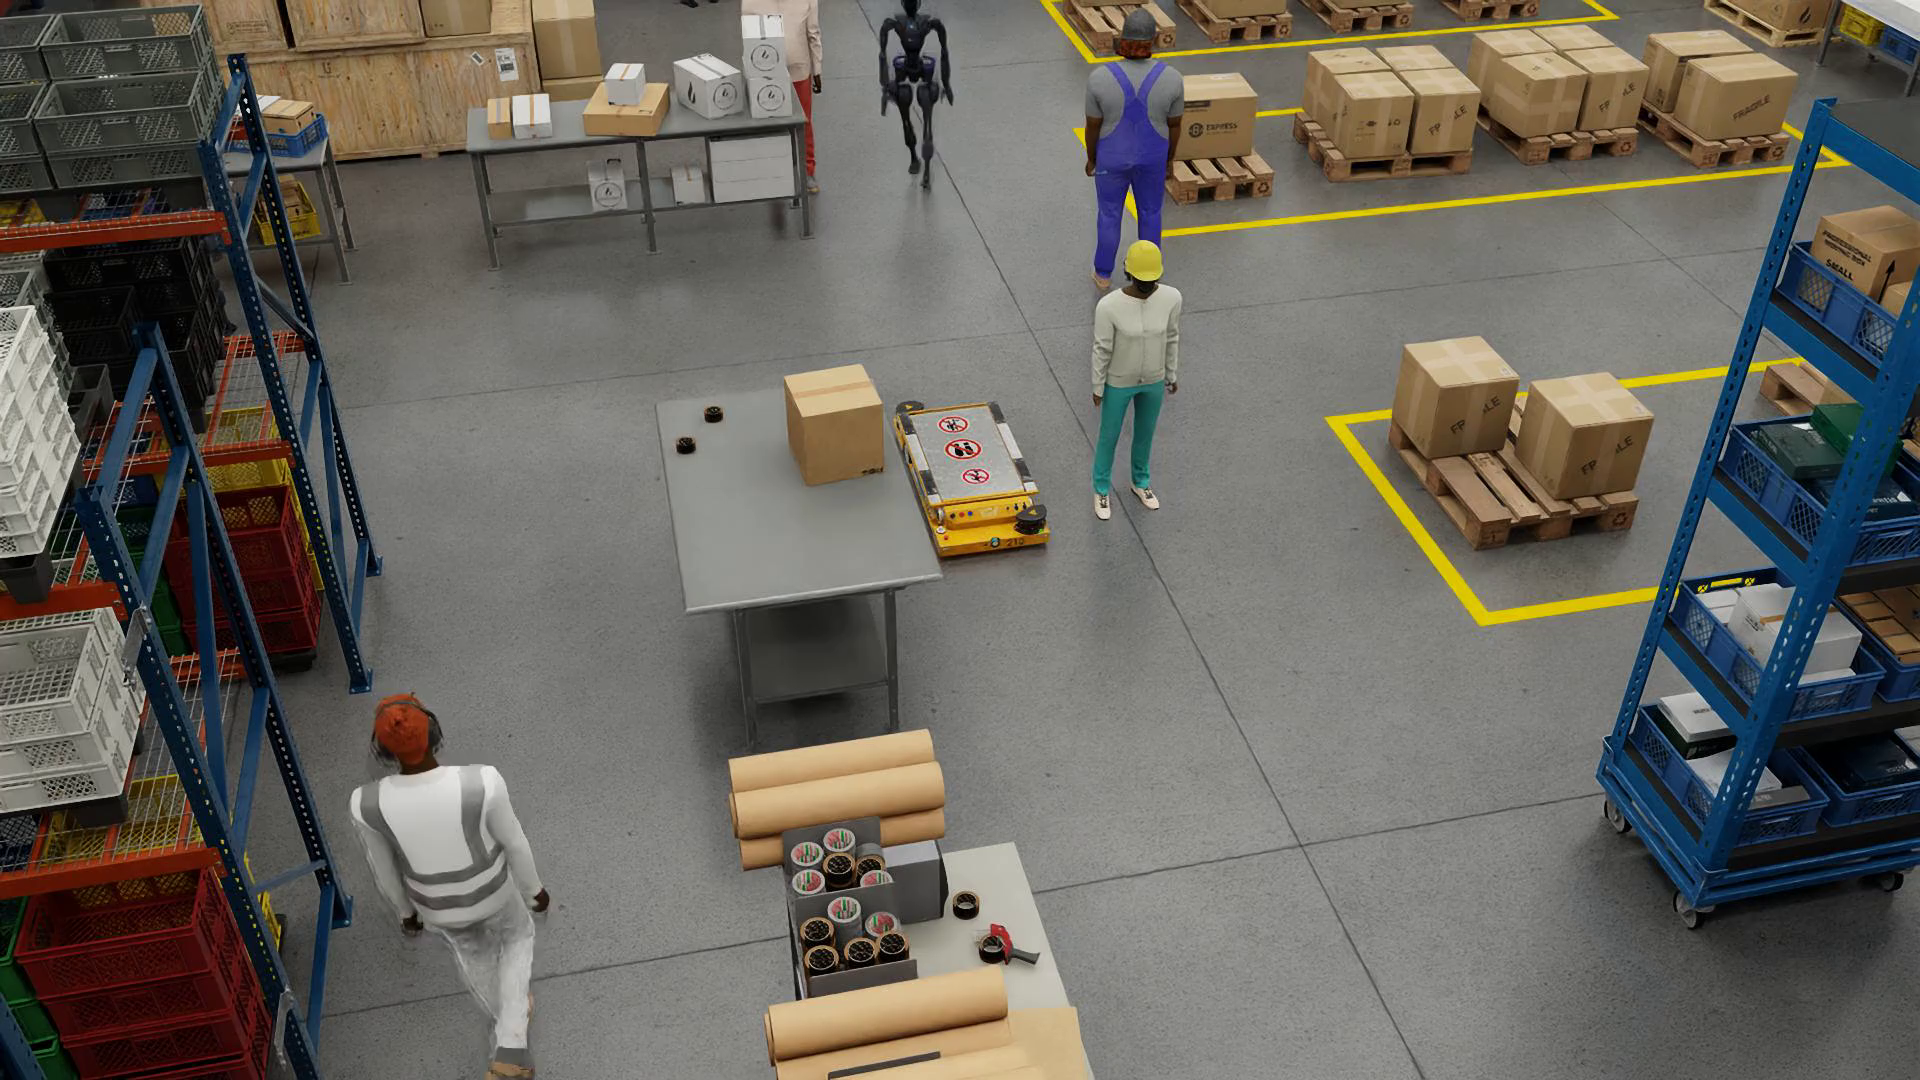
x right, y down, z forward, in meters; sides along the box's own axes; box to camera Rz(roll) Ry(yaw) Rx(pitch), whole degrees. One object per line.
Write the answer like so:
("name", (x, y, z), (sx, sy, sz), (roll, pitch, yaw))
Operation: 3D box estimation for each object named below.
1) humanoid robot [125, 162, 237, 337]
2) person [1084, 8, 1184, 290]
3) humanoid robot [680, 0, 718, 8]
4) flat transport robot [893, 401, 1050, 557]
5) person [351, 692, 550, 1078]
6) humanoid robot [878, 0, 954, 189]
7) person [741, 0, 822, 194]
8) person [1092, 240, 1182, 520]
("humanoid robot", (-5.255, -2.081, 11.158), (0.601, 1.658, 0.324), (5, 37, 7))
("person", (1.201, -2.749, 11.766), (0.681, 2.000, 0.537), (1, 37, 1))
("humanoid robot", (-2.729, -6.248, 16.762), (0.601, 1.652, 0.328), (-19, 40, -23))
("flat transport robot", (0.046, -0.430, 10.108), (0.652, 0.197, 1.431), (-8, 37, -10))
("person", (-1.906, 1.381, 6.357), (0.620, 1.861, 0.537), (-4, 37, -5))
("humanoid robot", (-0.350, -3.618, 13.262), (0.584, 1.625, 0.750), (4, 37, 5))
("person", (-1.381, -3.664, 13.045), (0.617, 1.987, 0.402), (-6, 37, -8))
("person", (1.007, -0.912, 9.523), (0.533, 1.767, 0.316), (-11, 38, -14))
